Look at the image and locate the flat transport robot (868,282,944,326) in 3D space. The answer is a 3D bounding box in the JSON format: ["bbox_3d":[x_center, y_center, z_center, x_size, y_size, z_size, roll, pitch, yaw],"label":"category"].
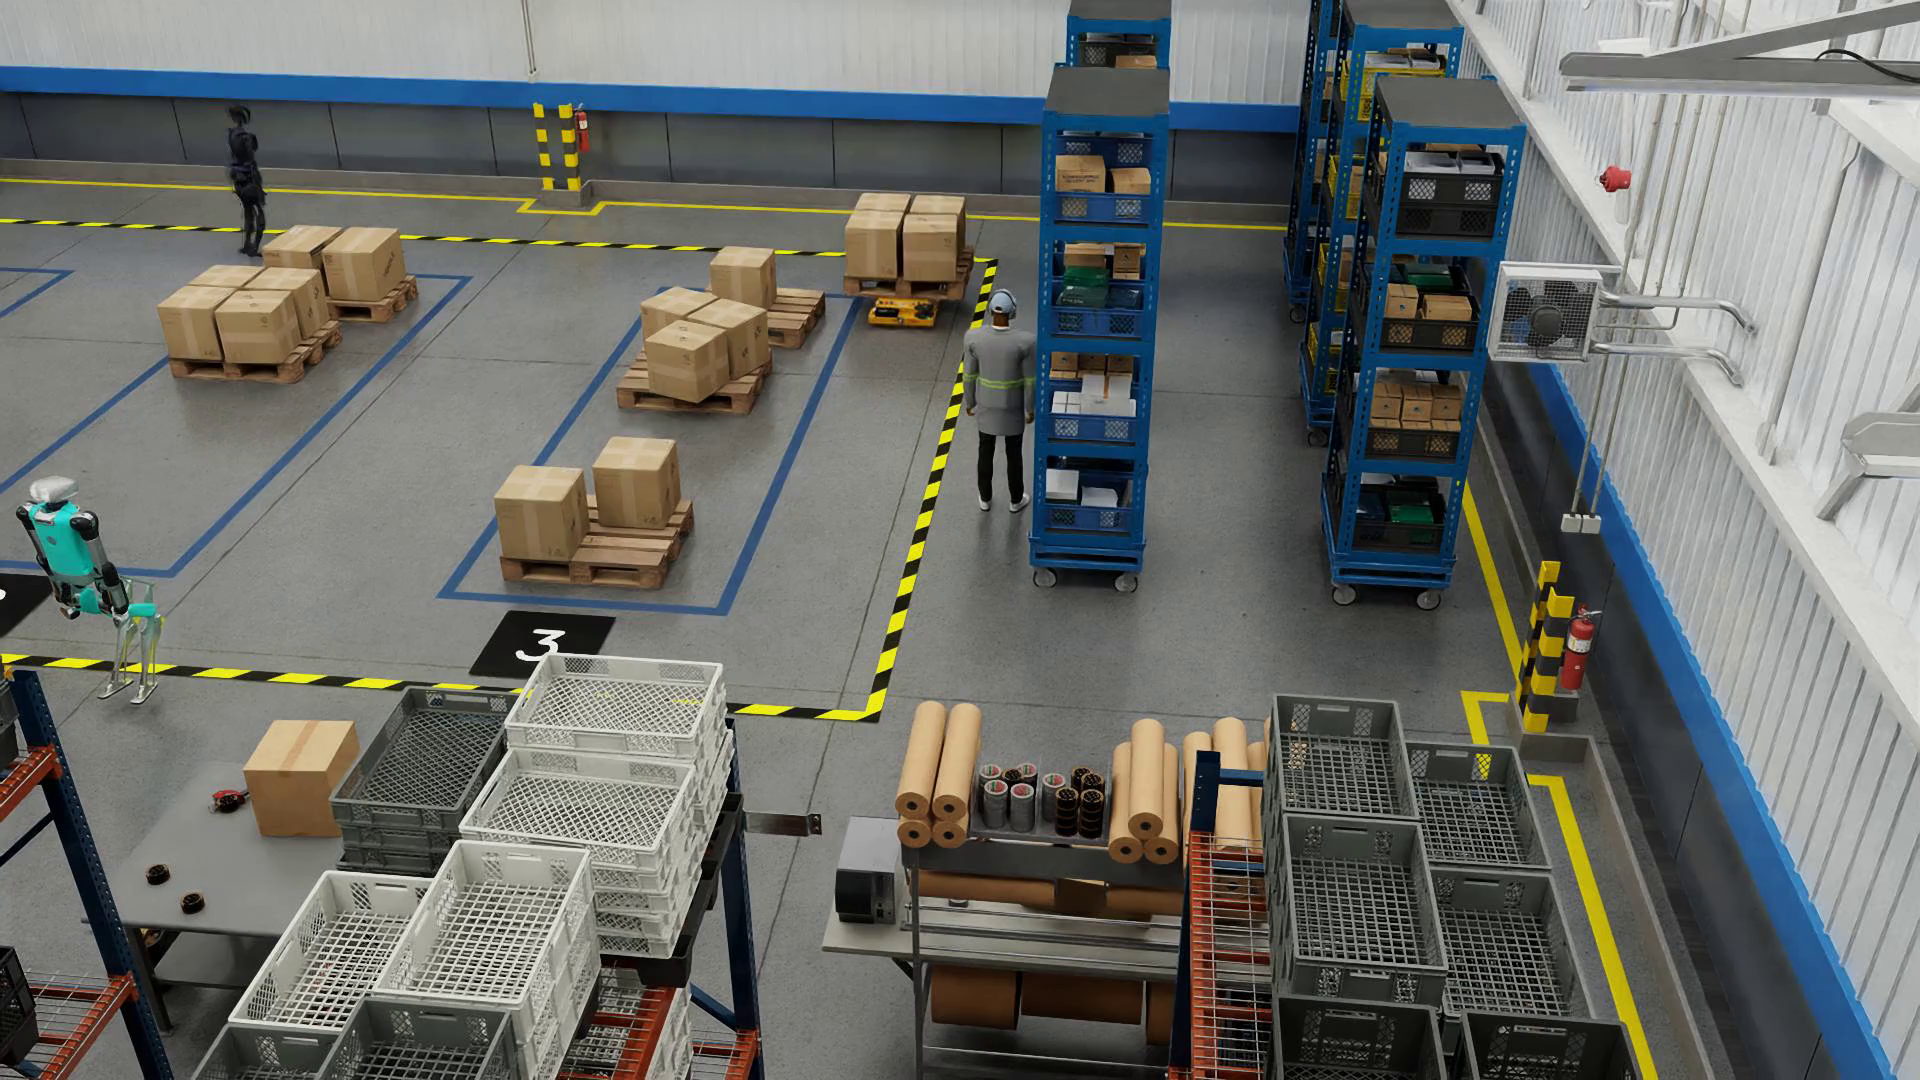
[{"bbox_3d":[-0.509,-2.567,17.055,0.652,0.197,1.431,3,30,6],"label":"flat transport robot"}]

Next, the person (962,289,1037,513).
[{"bbox_3d":[0.318,-1.082,12.958,0.589,1.852,0.399,6,31,11],"label":"person"}]

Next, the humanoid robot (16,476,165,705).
[{"bbox_3d":[-5.443,0.253,10.646,0.533,1.677,0.735,8,31,14],"label":"humanoid robot"}]

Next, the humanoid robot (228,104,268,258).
[{"bbox_3d":[-7.688,-3.865,17.909,0.387,1.628,0.596,-22,37,-33],"label":"humanoid robot"}]

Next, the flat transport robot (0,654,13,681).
[{"bbox_3d":[-7.142,0.969,11.010,1.431,0.231,0.659,3,30,6],"label":"flat transport robot"}]
